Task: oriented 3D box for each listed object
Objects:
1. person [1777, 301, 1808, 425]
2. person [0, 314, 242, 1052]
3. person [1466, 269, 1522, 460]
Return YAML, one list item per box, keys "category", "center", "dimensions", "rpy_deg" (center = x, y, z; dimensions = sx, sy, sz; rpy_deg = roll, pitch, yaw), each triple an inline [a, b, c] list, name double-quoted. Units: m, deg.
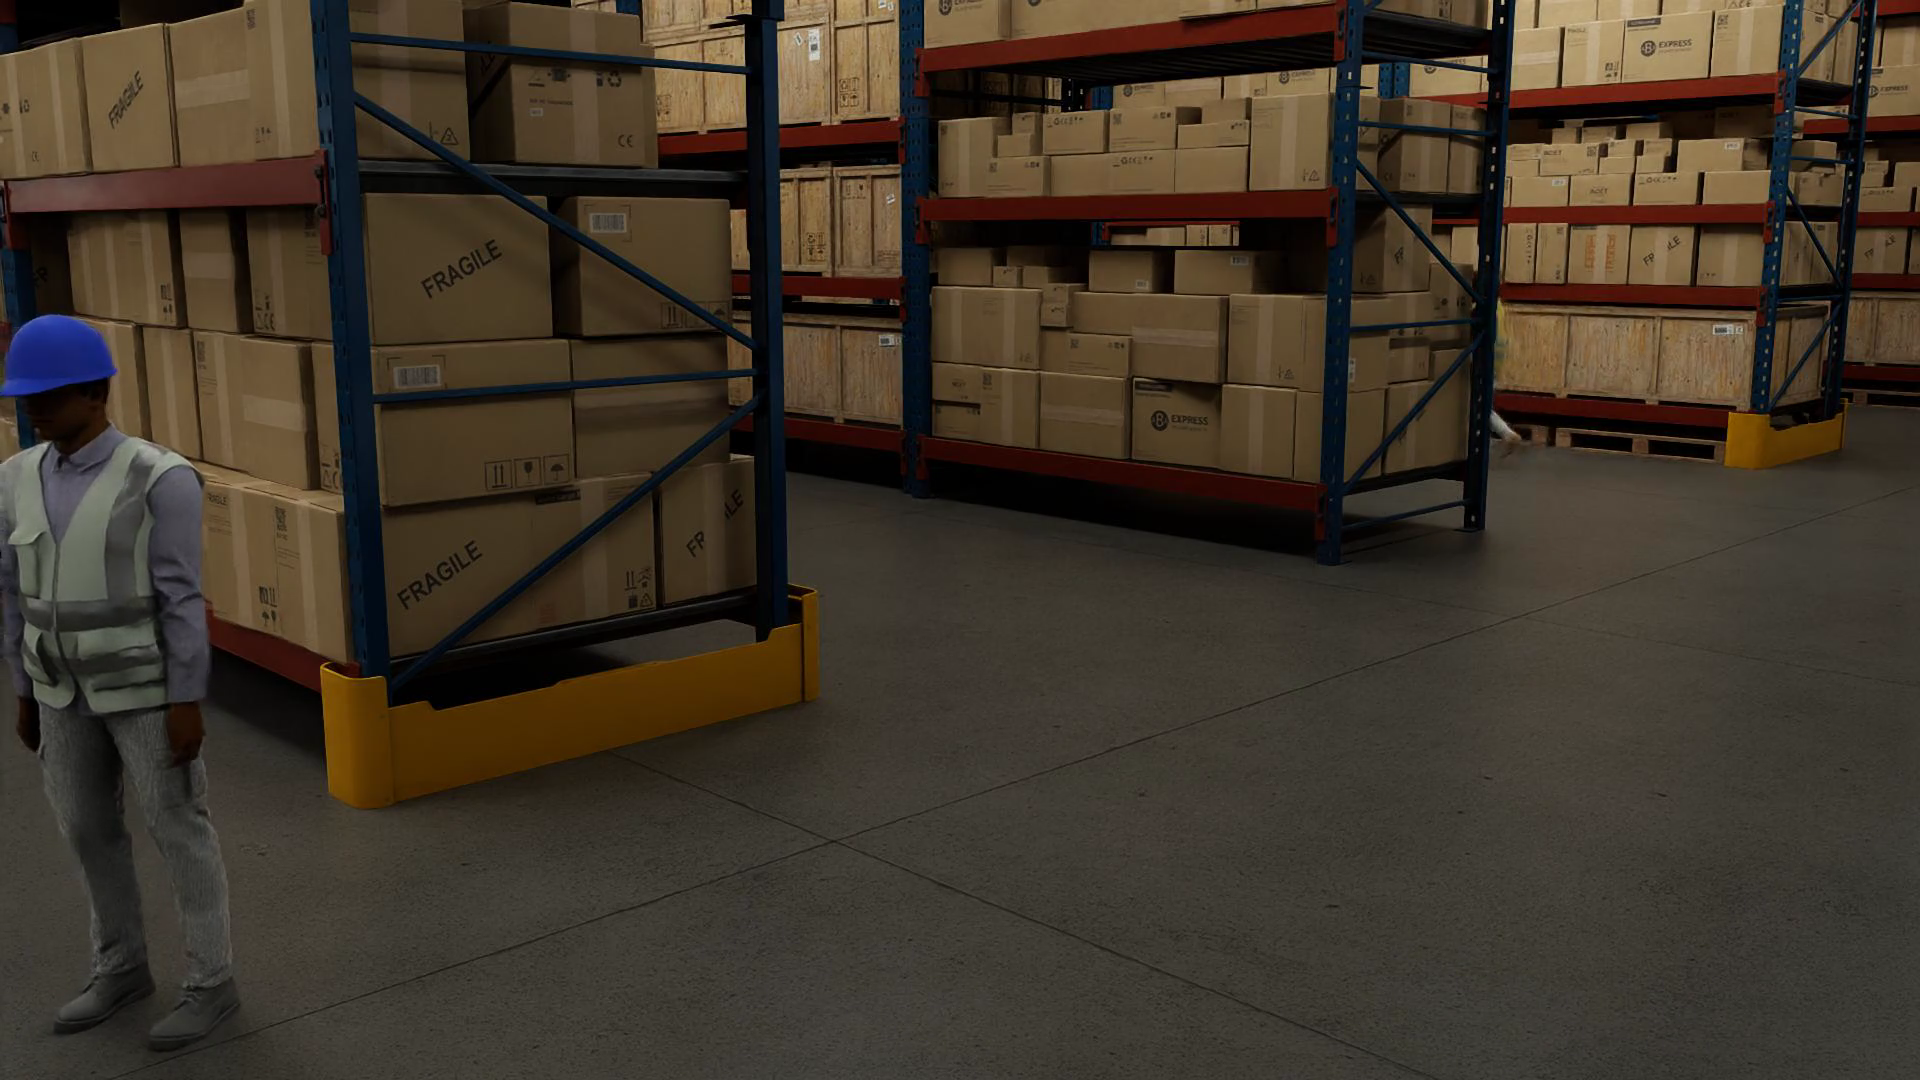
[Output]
- category: "person"
  center: [8.820, -2.060, 17.600]
  dimensions: [0.962, 1.951, 0.652]
  rpy_deg: [9, 14, 40]
- category: "person"
  center: [-2.231, 0.380, 4.356]
  dimensions: [0.608, 1.937, 0.415]
  rpy_deg: [2, 11, 13]
- category: "person"
  center: [4.830, -1.567, 15.267]
  dimensions: [0.552, 1.828, 0.662]
  rpy_deg: [6, 12, 30]
